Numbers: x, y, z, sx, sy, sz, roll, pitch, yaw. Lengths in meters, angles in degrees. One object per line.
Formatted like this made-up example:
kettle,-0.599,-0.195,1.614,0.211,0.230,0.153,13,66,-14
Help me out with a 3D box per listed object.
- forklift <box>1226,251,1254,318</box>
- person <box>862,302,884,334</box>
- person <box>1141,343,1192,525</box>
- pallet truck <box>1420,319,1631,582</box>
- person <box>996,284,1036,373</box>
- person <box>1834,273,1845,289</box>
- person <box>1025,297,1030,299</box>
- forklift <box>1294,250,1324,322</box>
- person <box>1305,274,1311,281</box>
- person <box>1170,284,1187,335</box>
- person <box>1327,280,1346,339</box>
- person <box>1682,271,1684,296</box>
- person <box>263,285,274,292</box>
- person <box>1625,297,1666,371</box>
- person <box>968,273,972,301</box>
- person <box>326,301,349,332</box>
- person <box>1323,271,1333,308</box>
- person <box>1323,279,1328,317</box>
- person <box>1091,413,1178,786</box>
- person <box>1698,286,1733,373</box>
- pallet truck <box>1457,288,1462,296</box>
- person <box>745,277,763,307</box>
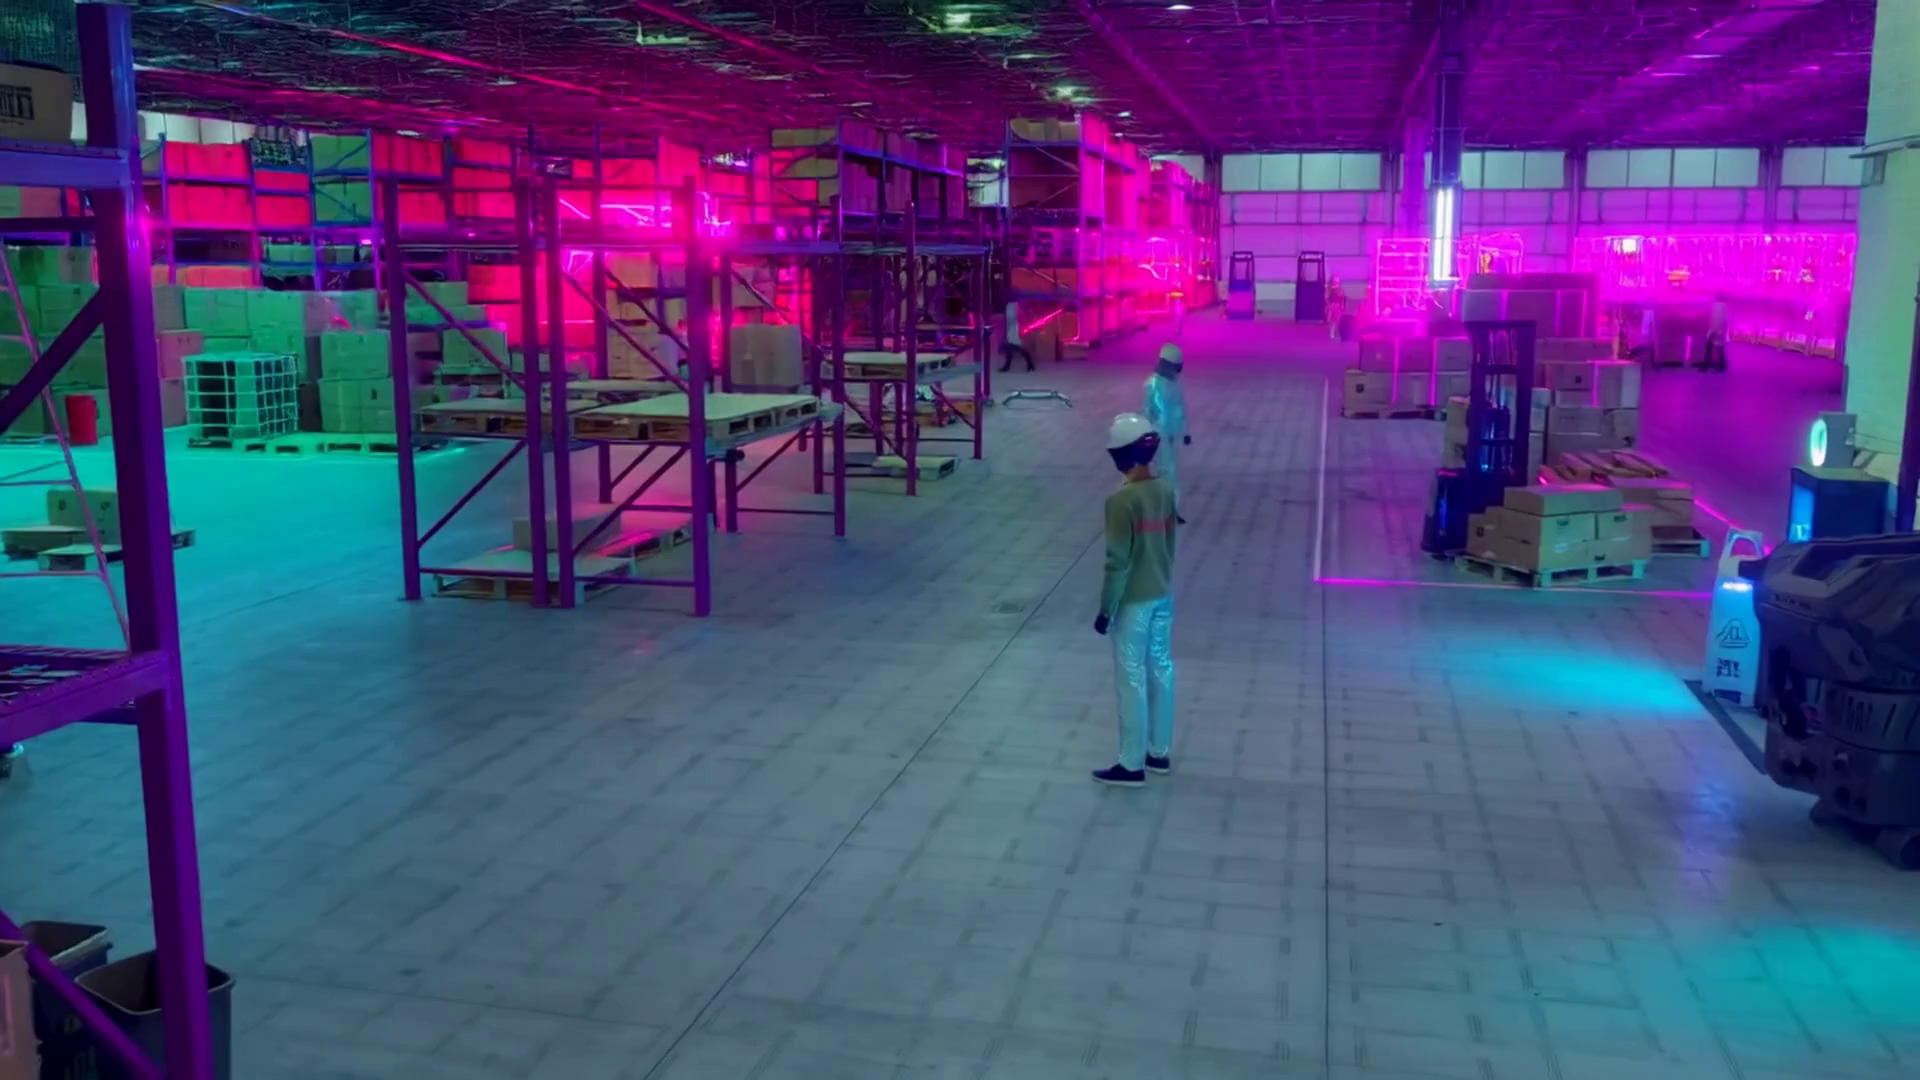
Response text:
forklift,11.819,-10.756,69.900,1.129,2.768,1.873,2,10,12
person,-2.204,-5.591,42.885,0.554,1.657,0.803,4,11,24
person,1.878,-1.025,15.757,0.552,1.696,0.799,-7,12,-35
pallet truck,4.543,-0.757,13.299,0.823,1.965,1.885,-4,10,-22
person,1.238,-4.602,36.272,0.851,1.941,0.614,-2,10,-12
person,41.771,-11.717,78.763,0.871,1.812,0.571,3,10,20
person,2.513,-8.262,57.916,0.635,1.936,0.354,-9,13,-42
forklift,13.778,-10.002,65.433,1.129,2.768,1.873,2,10,12
person,18.494,-13.226,87.964,0.665,1.725,0.492,8,12,39
person,7.148,-7.539,54.446,0.531,1.669,0.826,1,10,8
person,11.724,-7.169,51.791,0.592,1.818,0.417,3,10,15
person,35.586,-12.322,81.788,0.375,1.995,0.609,8,12,39
person,-14.171,-4.255,34.191,0.355,1.938,0.545,1,10,3
person,15.256,-4.590,37.038,0.900,1.646,0.532,6,11,31
person,0.609,-11.585,77.695,0.551,1.911,0.832,1,10,8
person,-9.669,-2.781,25.800,0.411,1.834,0.513,1,10,4
person,18.085,-12.233,81.530,0.621,1.916,0.915,-3,10,-17
person,15.509,-10.283,70.828,0.351,1.614,0.548,9,13,43
person,0.820,0.281,7.866,0.327,1.760,0.524,8,13,40
person,16.420,-4.548,36.089,0.996,1.878,0.565,-9,13,-44
pallet truck,20.506,-9.785,68.819,0.653,1.274,1.630,2,10,12
person,-6.525,-7.312,52.383,0.643,1.910,0.400,6,11,32
